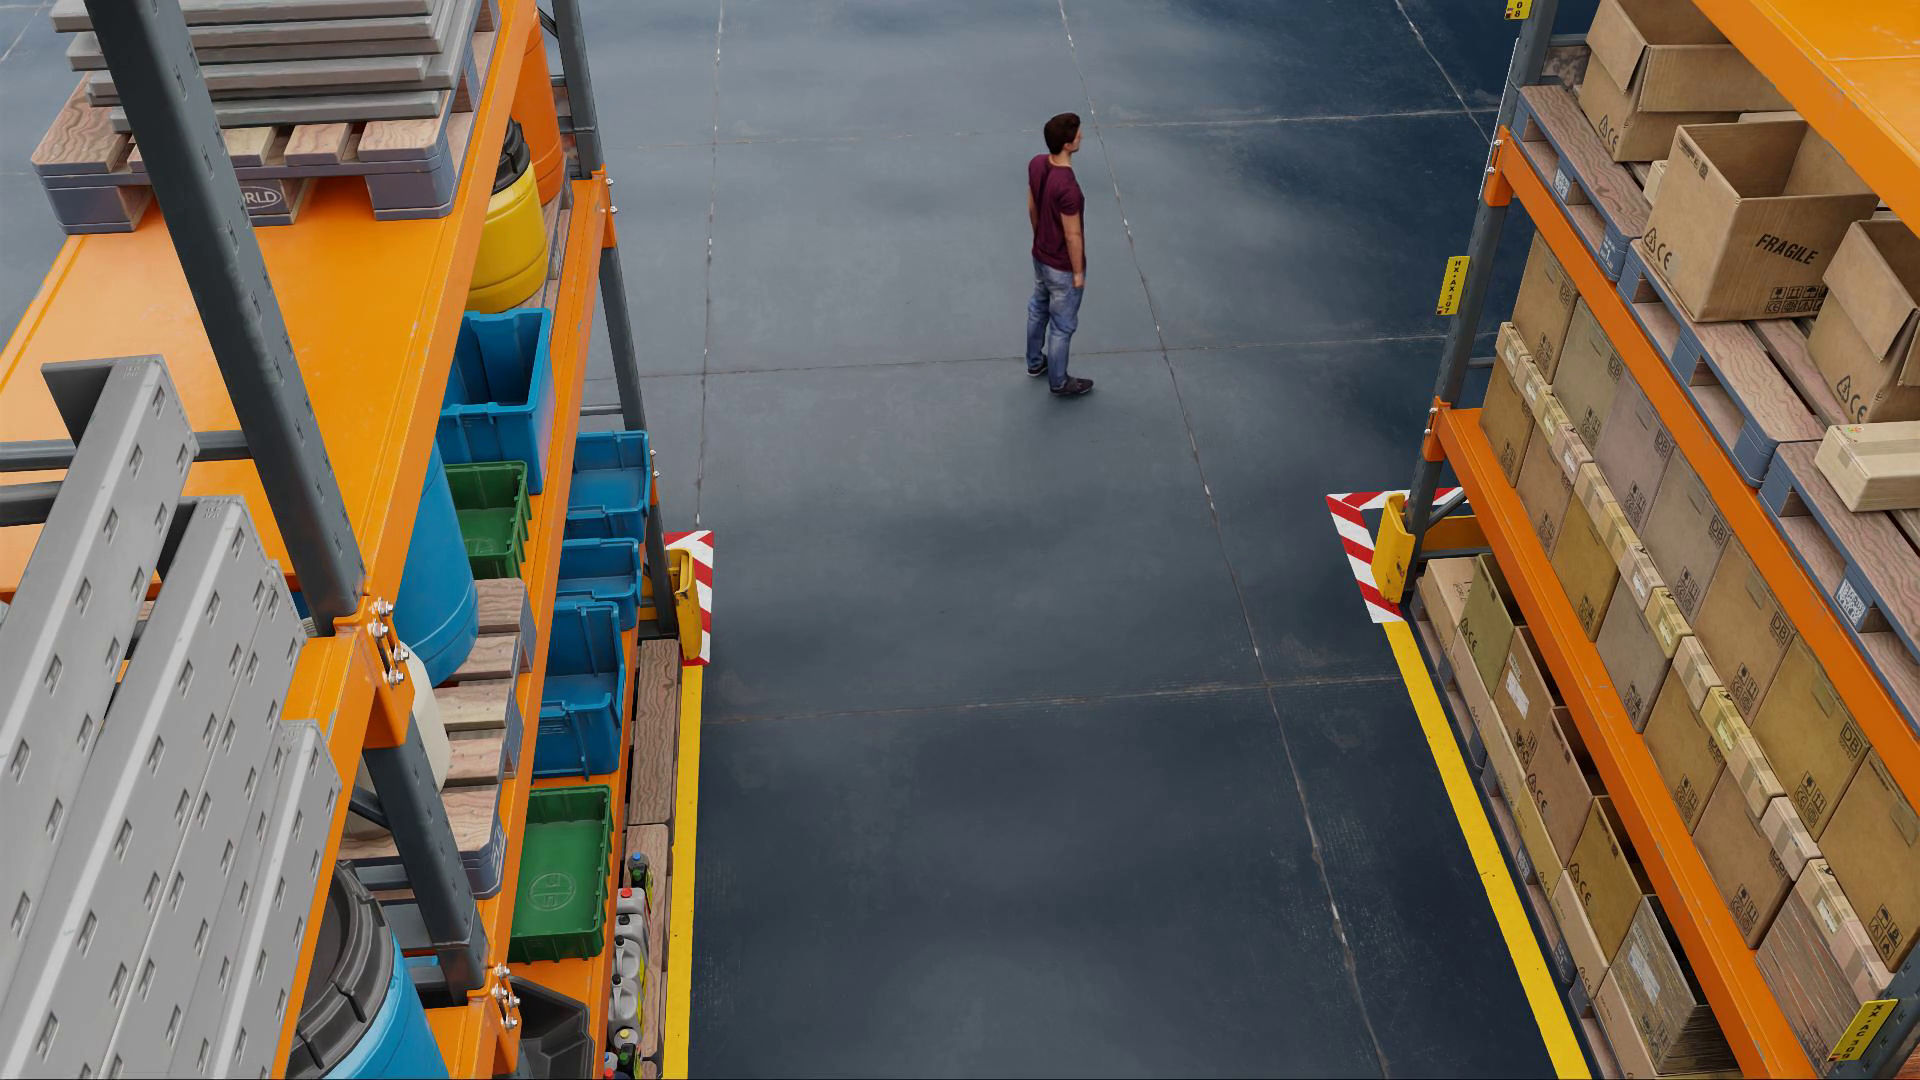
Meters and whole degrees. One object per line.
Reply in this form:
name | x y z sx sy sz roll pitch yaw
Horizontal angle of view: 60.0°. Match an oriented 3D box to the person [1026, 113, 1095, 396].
person | 0.586 -1.723 10.043 0.795 1.854 0.650 -21 46 -21
